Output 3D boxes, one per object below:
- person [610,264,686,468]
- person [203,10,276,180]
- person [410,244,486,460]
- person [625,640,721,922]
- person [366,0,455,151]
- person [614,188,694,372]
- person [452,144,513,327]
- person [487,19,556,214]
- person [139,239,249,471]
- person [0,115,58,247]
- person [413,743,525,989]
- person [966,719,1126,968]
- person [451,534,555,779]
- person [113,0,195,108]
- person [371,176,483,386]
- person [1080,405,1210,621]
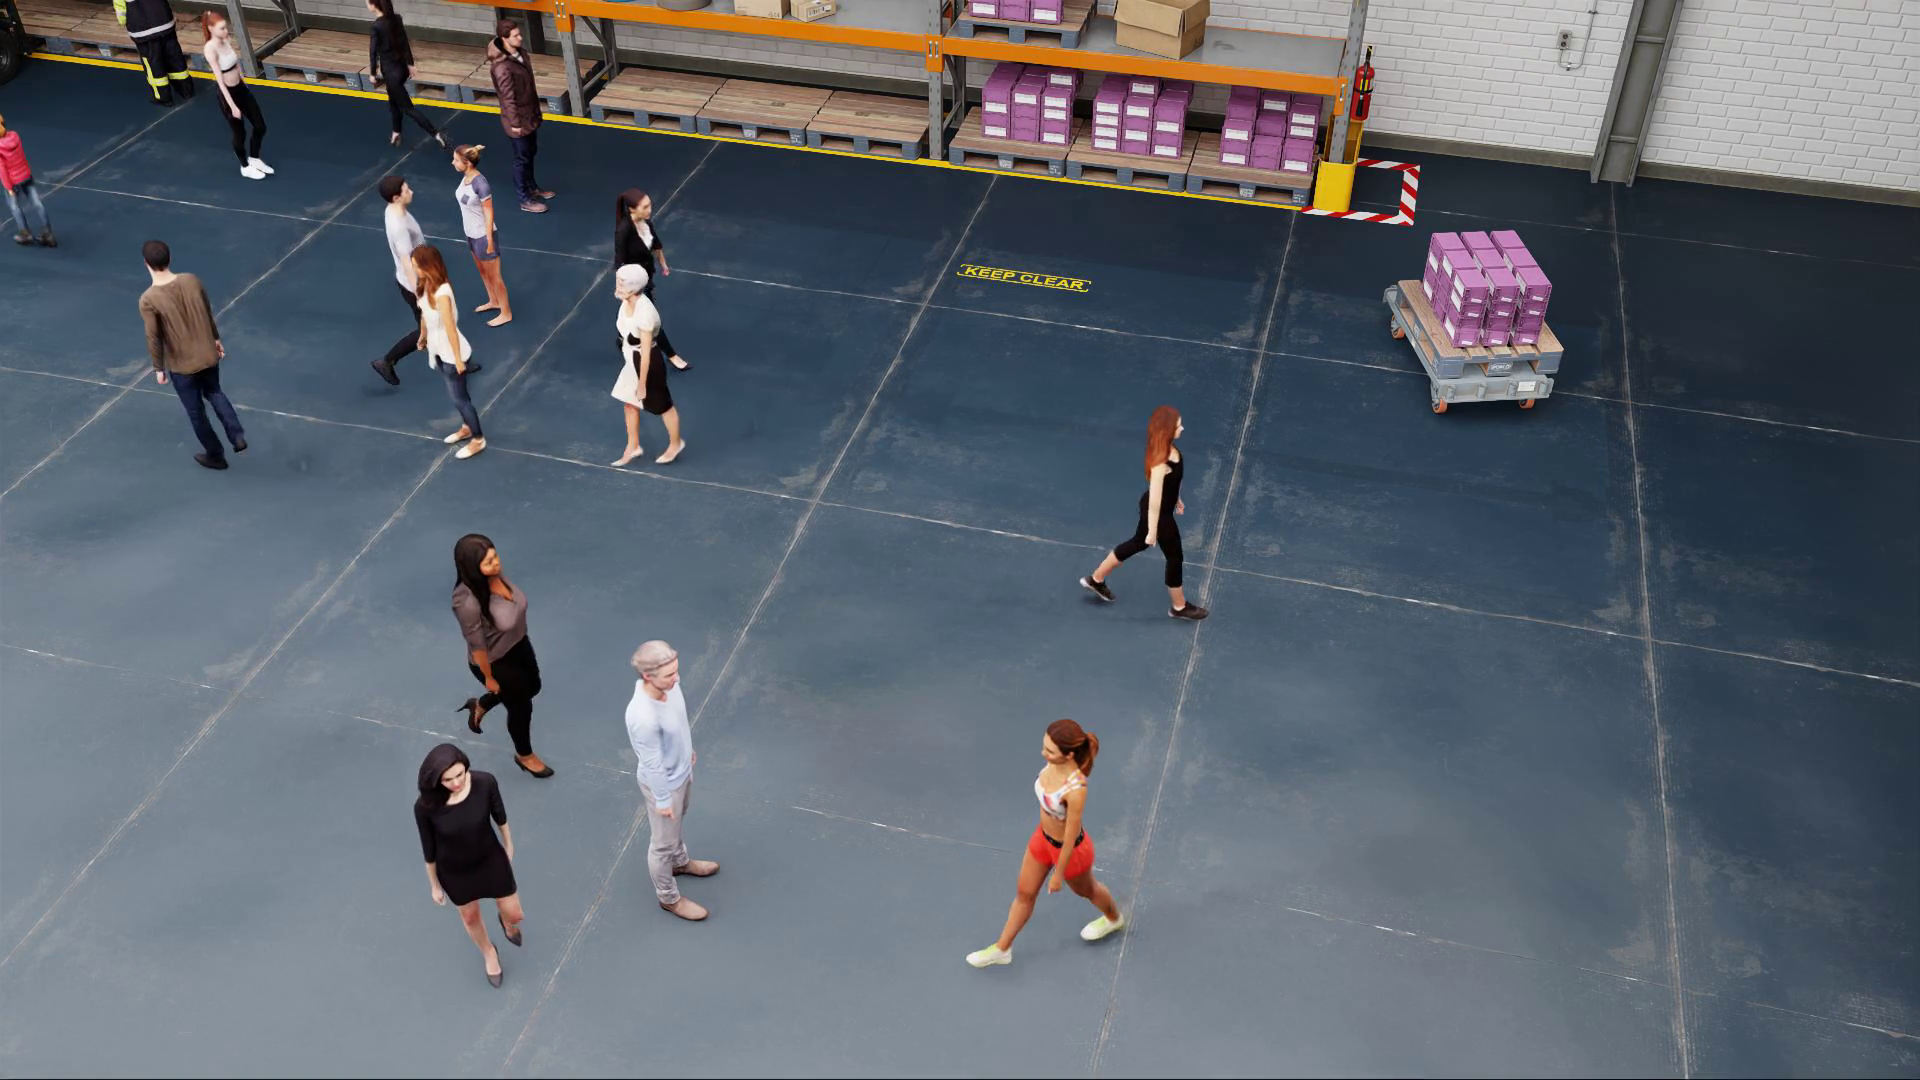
[{"bbox_3d":[-2.254,-1.295,12.430,0.972,1.735,0.909,-19,42,-22],"label":"person"},{"bbox_3d":[-7.168,-4.317,16.217,0.602,1.733,0.607,10,40,12],"label":"person"},{"bbox_3d":[-3.832,-1.449,12.586,0.770,1.781,0.702,-21,43,-24],"label":"person"},{"bbox_3d":[-1.606,1.283,9.079,0.614,1.889,0.690,4,39,5],"label":"person"},{"bbox_3d":[-5.575,-4.626,16.650,1.113,1.675,0.706,16,41,19],"label":"person"},{"bbox_3d":[-2.700,-2.128,13.570,1.007,1.614,0.733,10,40,12],"label":"person"},{"bbox_3d":[-4.073,-2.612,14.167,0.724,1.625,0.655,-22,44,-25],"label":"person"},{"bbox_3d":[-4.178,-4.042,15.781,0.704,1.847,0.786,4,39,5],"label":"person"},{"bbox_3d":[-5.660,-1.342,12.383,0.819,1.868,0.812,19,42,22],"label":"person"},{"bbox_3d":[-8.599,-3.295,15.281,0.675,1.302,0.569,17,42,20],"label":"person"},{"bbox_3d":[-2.570,1.651,8.695,0.761,1.793,0.826,-16,41,-19],"label":"person"},{"bbox_3d":[0.625,1.606,8.794,1.234,1.739,1.049,-13,40,-15],"label":"person"},{"bbox_3d":[-2.805,0.697,9.863,0.875,1.826,0.666,7,39,9],"label":"person"},{"bbox_3d":[-8.648,-5.611,17.636,0.799,1.983,0.856,25,45,28],"label":"person"},{"bbox_3d":[-4.420,-2.028,13.264,1.192,1.840,1.035,-12,40,-14],"label":"person"},{"bbox_3d":[1.229,-0.181,11.067,1.157,1.696,0.702,3,39,4],"label":"person"}]
